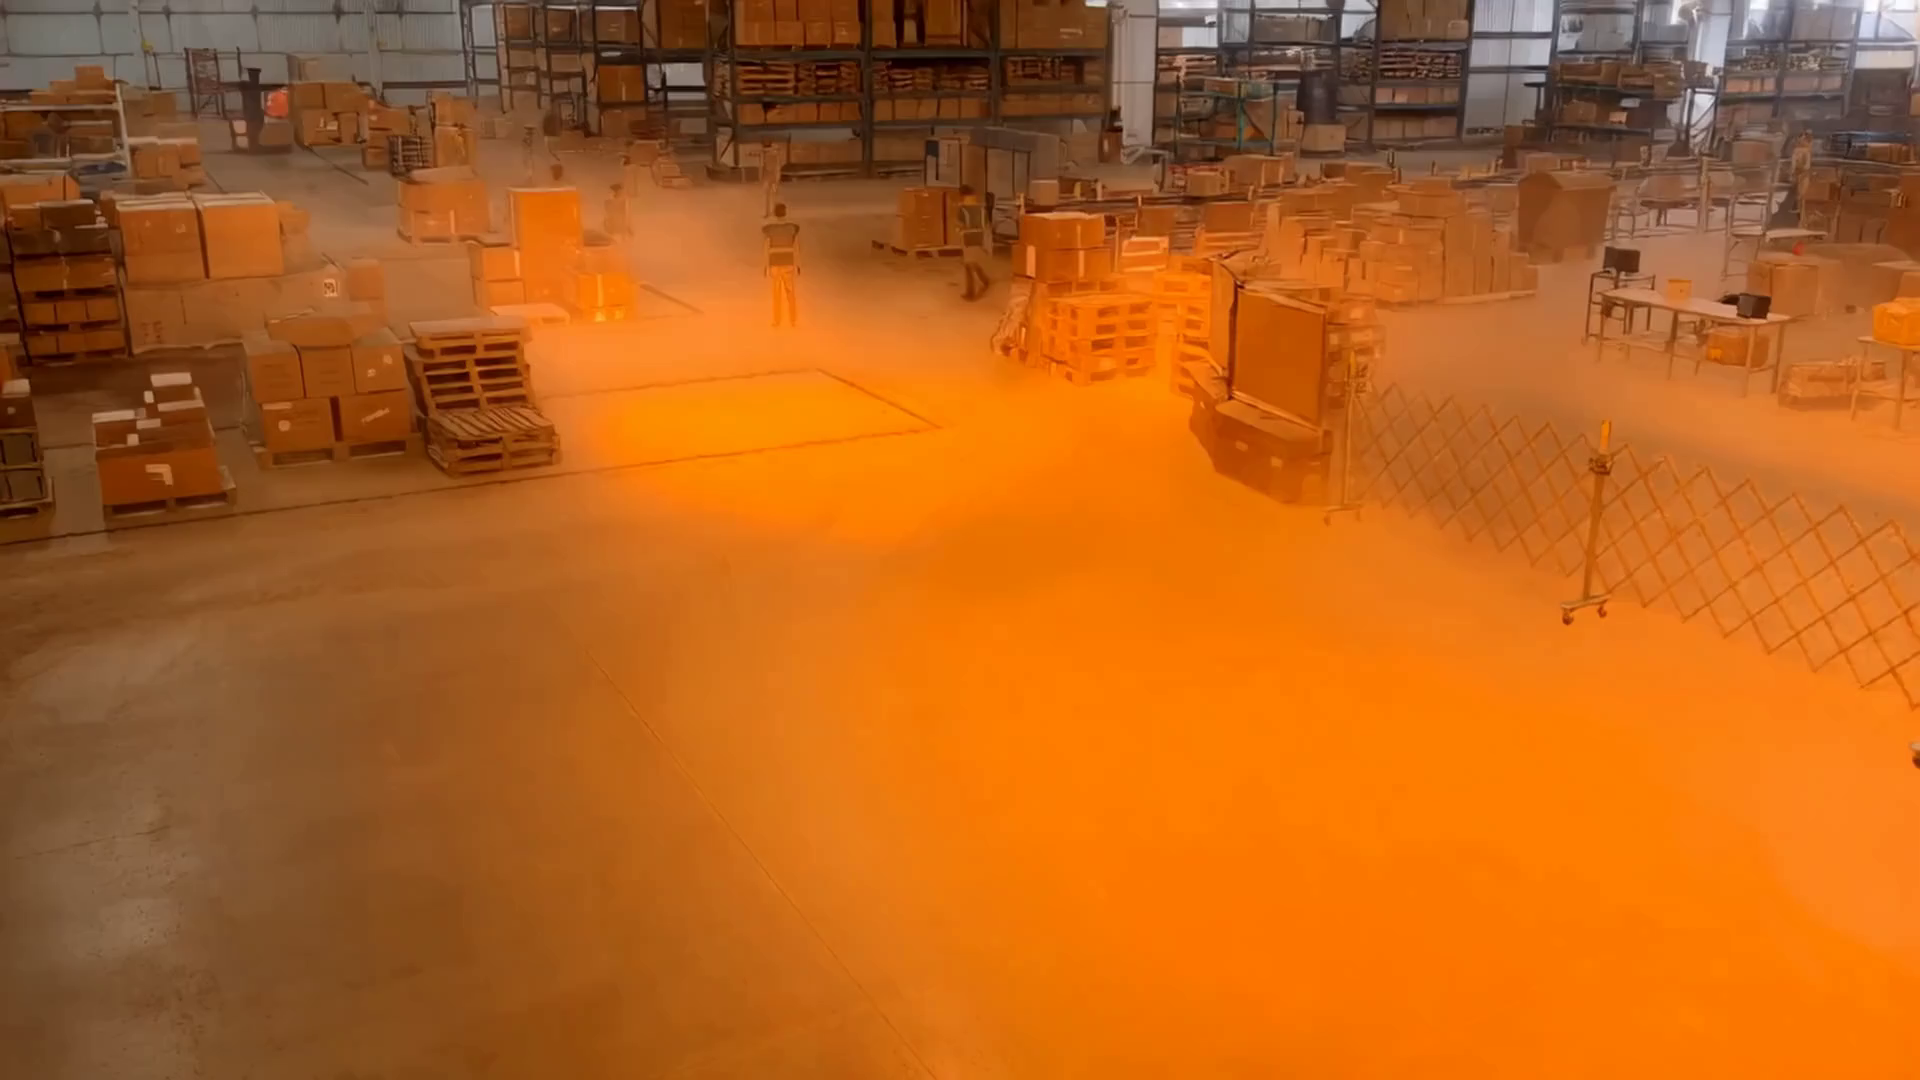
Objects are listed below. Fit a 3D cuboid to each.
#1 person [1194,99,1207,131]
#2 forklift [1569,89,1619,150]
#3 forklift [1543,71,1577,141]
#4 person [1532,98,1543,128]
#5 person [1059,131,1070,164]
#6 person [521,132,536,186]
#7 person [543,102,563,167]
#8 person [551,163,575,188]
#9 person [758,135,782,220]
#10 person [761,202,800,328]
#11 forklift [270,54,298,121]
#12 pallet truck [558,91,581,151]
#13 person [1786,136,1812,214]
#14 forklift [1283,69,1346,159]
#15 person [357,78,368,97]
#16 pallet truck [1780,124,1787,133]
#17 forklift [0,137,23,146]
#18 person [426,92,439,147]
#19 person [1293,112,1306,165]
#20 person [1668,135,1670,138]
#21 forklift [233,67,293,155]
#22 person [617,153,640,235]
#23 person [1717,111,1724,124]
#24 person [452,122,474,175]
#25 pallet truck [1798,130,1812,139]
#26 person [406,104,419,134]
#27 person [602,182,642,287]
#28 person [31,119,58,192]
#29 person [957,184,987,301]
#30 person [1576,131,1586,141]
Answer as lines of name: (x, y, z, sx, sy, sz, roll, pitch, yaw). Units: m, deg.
person: (9.106, -16.104, 62.967, 0.542, 1.679, 0.603, 8, 19, 23)
forklift: (21.805, -14.717, 56.716, 1.873, 2.768, 1.129, -9, 20, -27)
forklift: (18.685, -13.231, 52.085, 1.873, 2.768, 1.129, -9, 20, -26)
person: (19.906, -14.360, 57.401, 0.312, 1.768, 0.524, 16, 24, 40)
person: (2.681, -10.029, 44.125, 0.493, 1.617, 0.514, -13, 22, -35)
person: (-11.235, -9.882, 43.645, 0.562, 1.621, 0.546, 1, 18, 3)
person: (-12.461, -12.402, 50.957, 0.652, 1.974, 0.638, 12, 21, 32)
person: (-7.487, -6.160, 31.558, 0.675, 1.943, 0.606, 11, 21, 31)
person: (-4.401, -8.392, 38.515, 0.551, 1.937, 0.357, -6, 19, -17)
person: (-2.739, -4.204, 25.493, 0.590, 1.919, 0.395, -5, 18, -15)
forklift: (-28.276, -19.157, 70.557, 1.873, 2.768, 1.129, -9, 20, -26)
pallet truck: (-13.495, -14.412, 57.188, 0.823, 1.965, 1.885, -3, 18, -9)
person: (20.059, -8.704, 39.674, 0.586, 1.823, 0.403, -9, 20, -25)
forklift: (11.615, -13.871, 54.079, 1.129, 2.768, 1.873, -9, 20, -27)
person: (-25.206, -18.488, 70.061, 0.550, 1.899, 0.962, 1, 18, 4)
pallet truck: (25.206, -12.542, 52.601, 1.601, 1.201, 0.680, 0, 18, -2)
forklift: (-34.698, -15.445, 58.987, 1.873, 2.768, 1.129, 4, 18, 12)
person: (-18.562, -14.816, 58.592, 0.391, 1.912, 0.589, -12, 21, -33)
person: (10.629, -12.557, 51.993, 0.283, 1.631, 0.503, 17, 24, 42)
person: (26.032, -15.365, 60.250, 0.814, 1.956, 0.636, 9, 20, 25)
forklift: (-23.423, -14.297, 55.405, 1.873, 2.768, 1.129, -9, 20, -26)
person: (-7.153, -7.472, 35.954, 0.521, 1.746, 0.401, -7, 19, -22)
person: (23.000, -12.226, 50.784, 0.540, 1.735, 0.783, -2, 18, -6)
person: (-14.216, -11.091, 47.435, 0.524, 1.619, 0.589, 8, 19, 24)
pallet truck: (25.526, -11.556, 49.408, 1.630, 1.274, 0.653, -9, 20, -26)
person: (-18.150, -13.635, 55.313, 0.534, 1.695, 0.581, 5, 19, 16)
person: (-5.989, -5.334, 29.163, 0.539, 1.834, 0.875, -16, 24, -41)
person: (-24.251, -10.195, 44.190, 0.639, 1.908, 0.830, -11, 21, -30)
person: (0.172, -4.988, 27.915, 0.595, 1.928, 0.460, -14, 23, -37)
person: (18.398, -11.733, 49.056, 0.978, 1.879, 0.607, 1, 18, 2)
